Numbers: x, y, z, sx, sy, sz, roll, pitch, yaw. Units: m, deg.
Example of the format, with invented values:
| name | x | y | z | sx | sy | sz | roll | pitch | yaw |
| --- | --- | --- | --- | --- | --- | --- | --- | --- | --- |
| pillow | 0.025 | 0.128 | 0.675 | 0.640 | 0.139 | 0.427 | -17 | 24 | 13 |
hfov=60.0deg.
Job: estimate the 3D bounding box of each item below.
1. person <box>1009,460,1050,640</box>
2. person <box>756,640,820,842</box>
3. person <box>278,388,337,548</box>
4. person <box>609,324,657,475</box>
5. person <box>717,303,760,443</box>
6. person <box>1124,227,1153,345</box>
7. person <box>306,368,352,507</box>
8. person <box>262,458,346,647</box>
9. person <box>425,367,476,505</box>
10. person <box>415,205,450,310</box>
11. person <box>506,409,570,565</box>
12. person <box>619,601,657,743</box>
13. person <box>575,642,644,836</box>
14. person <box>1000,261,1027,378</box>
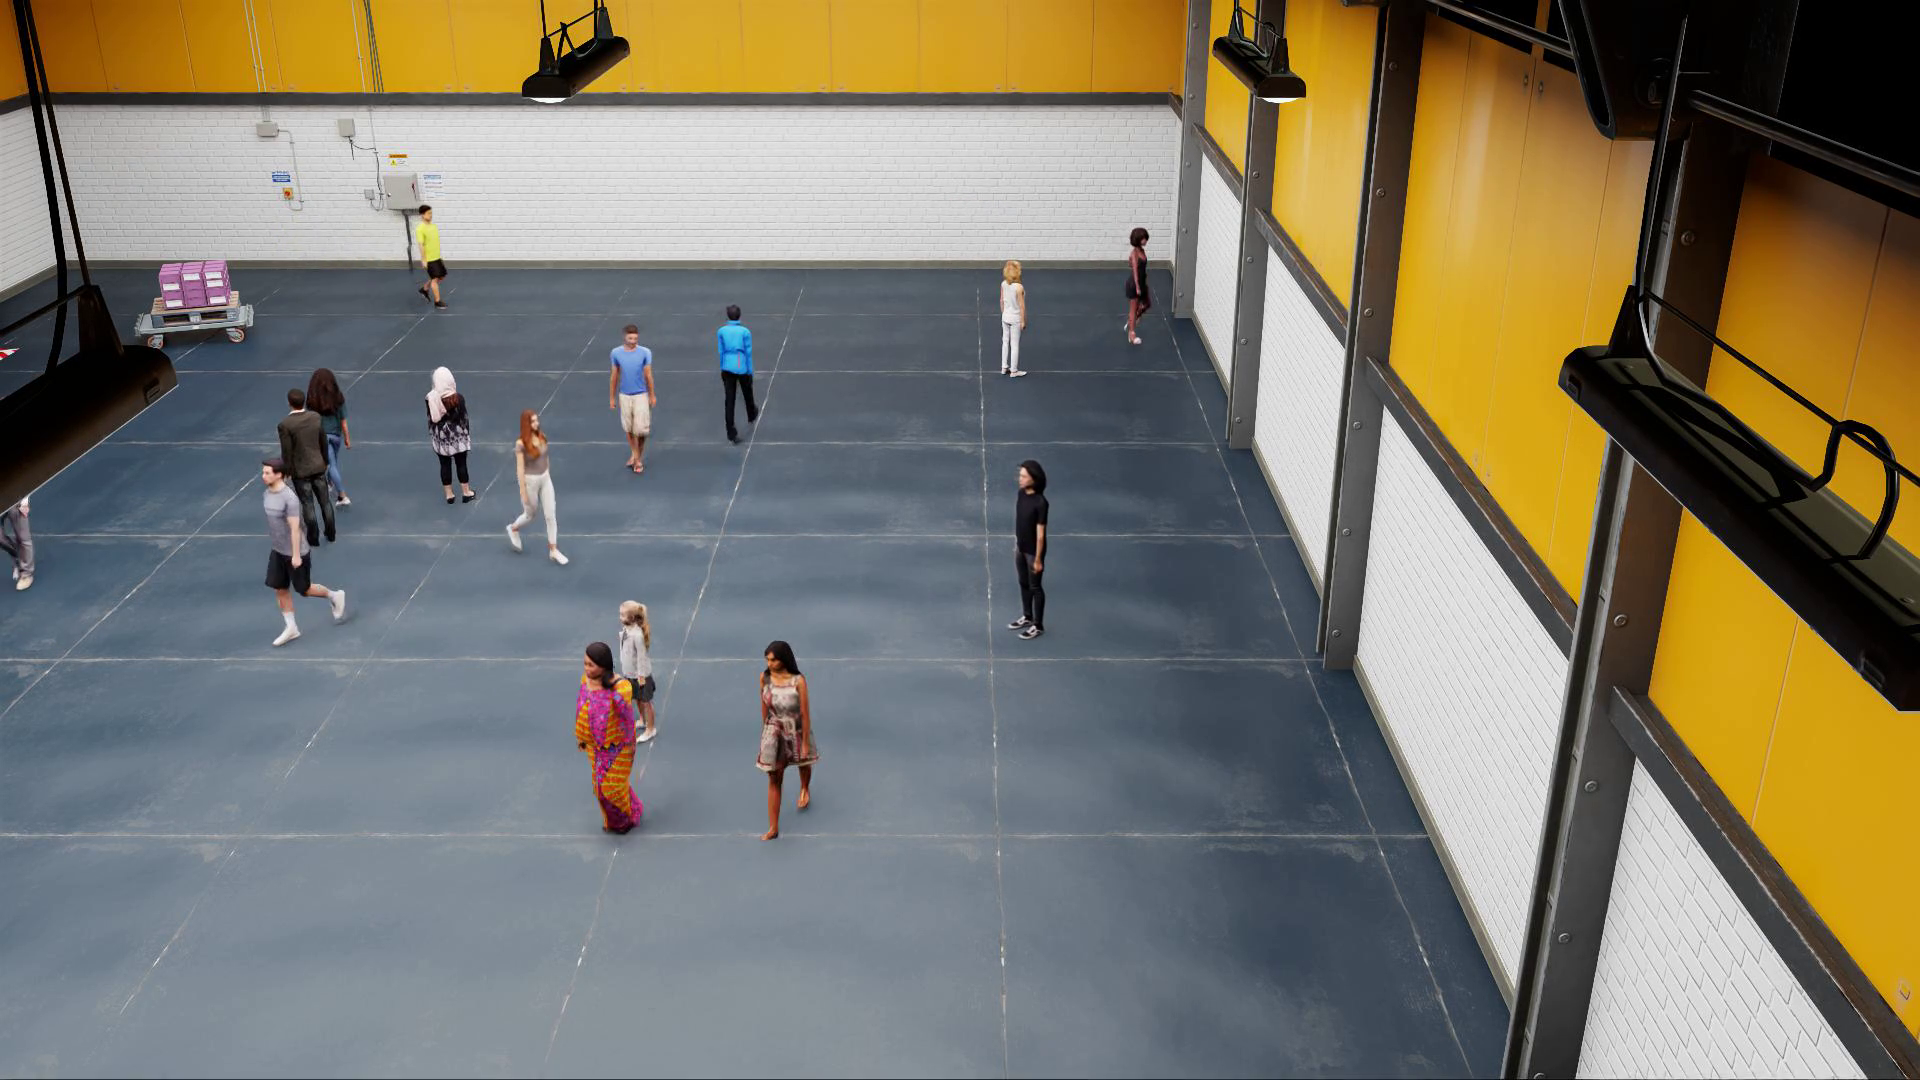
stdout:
| name | x | y | z | sx | sy | sz | roll | pitch | yaw |
| --- | --- | --- | --- | --- | --- | --- | --- | --- | --- |
| person | 0.700 | 0.063 | 16.179 | 0.763 | 1.829 | 0.627 | -12 | 26 | -25 |
| person | -1.322 | 1.506 | 13.173 | 0.782 | 1.592 | 1.199 | 5 | 24 | 11 |
| person | -7.143 | -0.812 | 18.211 | 0.793 | 1.805 | 0.726 | 21 | 31 | 39 |
| person | -3.980 | -1.792 | 20.413 | 0.717 | 1.837 | 0.844 | 2 | 24 | 6 |
| person | -2.888 | -2.095 | 21.227 | 0.726 | 1.740 | 1.178 | 3 | 24 | 7 |
| person | 2.601 | -3.846 | 25.183 | 0.760 | 1.779 | 0.707 | 14 | 27 | 30 |
| person | -7.292 | -1.151 | 19.287 | 1.042 | 1.563 | 1.229 | -15 | 28 | -31 |
| person | -6.412 | 0.076 | 16.130 | 0.981 | 1.844 | 1.148 | 14 | 27 | 29 |
| person | -5.945 | -1.220 | 19.351 | 0.617 | 1.638 | 0.610 | 0 | 24 | -1 |
| person | -8.652 | -4.600 | 27.019 | 0.831 | 1.691 | 0.861 | 7 | 24 | 15 |
| person | -4.607 | -0.584 | 17.824 | 1.050 | 1.697 | 1.076 | 16 | 28 | 33 |
| person | -2.793 | 1.121 | 14.451 | 0.658 | 1.274 | 0.580 | -17 | 29 | -33 |
| person | -2.716 | 1.520 | 13.062 | 0.827 | 1.656 | 0.885 | 16 | 28 | 33 |
| person | 0.742 | -3.175 | 23.784 | 0.749 | 1.671 | 0.679 | -20 | 31 | -38 |
